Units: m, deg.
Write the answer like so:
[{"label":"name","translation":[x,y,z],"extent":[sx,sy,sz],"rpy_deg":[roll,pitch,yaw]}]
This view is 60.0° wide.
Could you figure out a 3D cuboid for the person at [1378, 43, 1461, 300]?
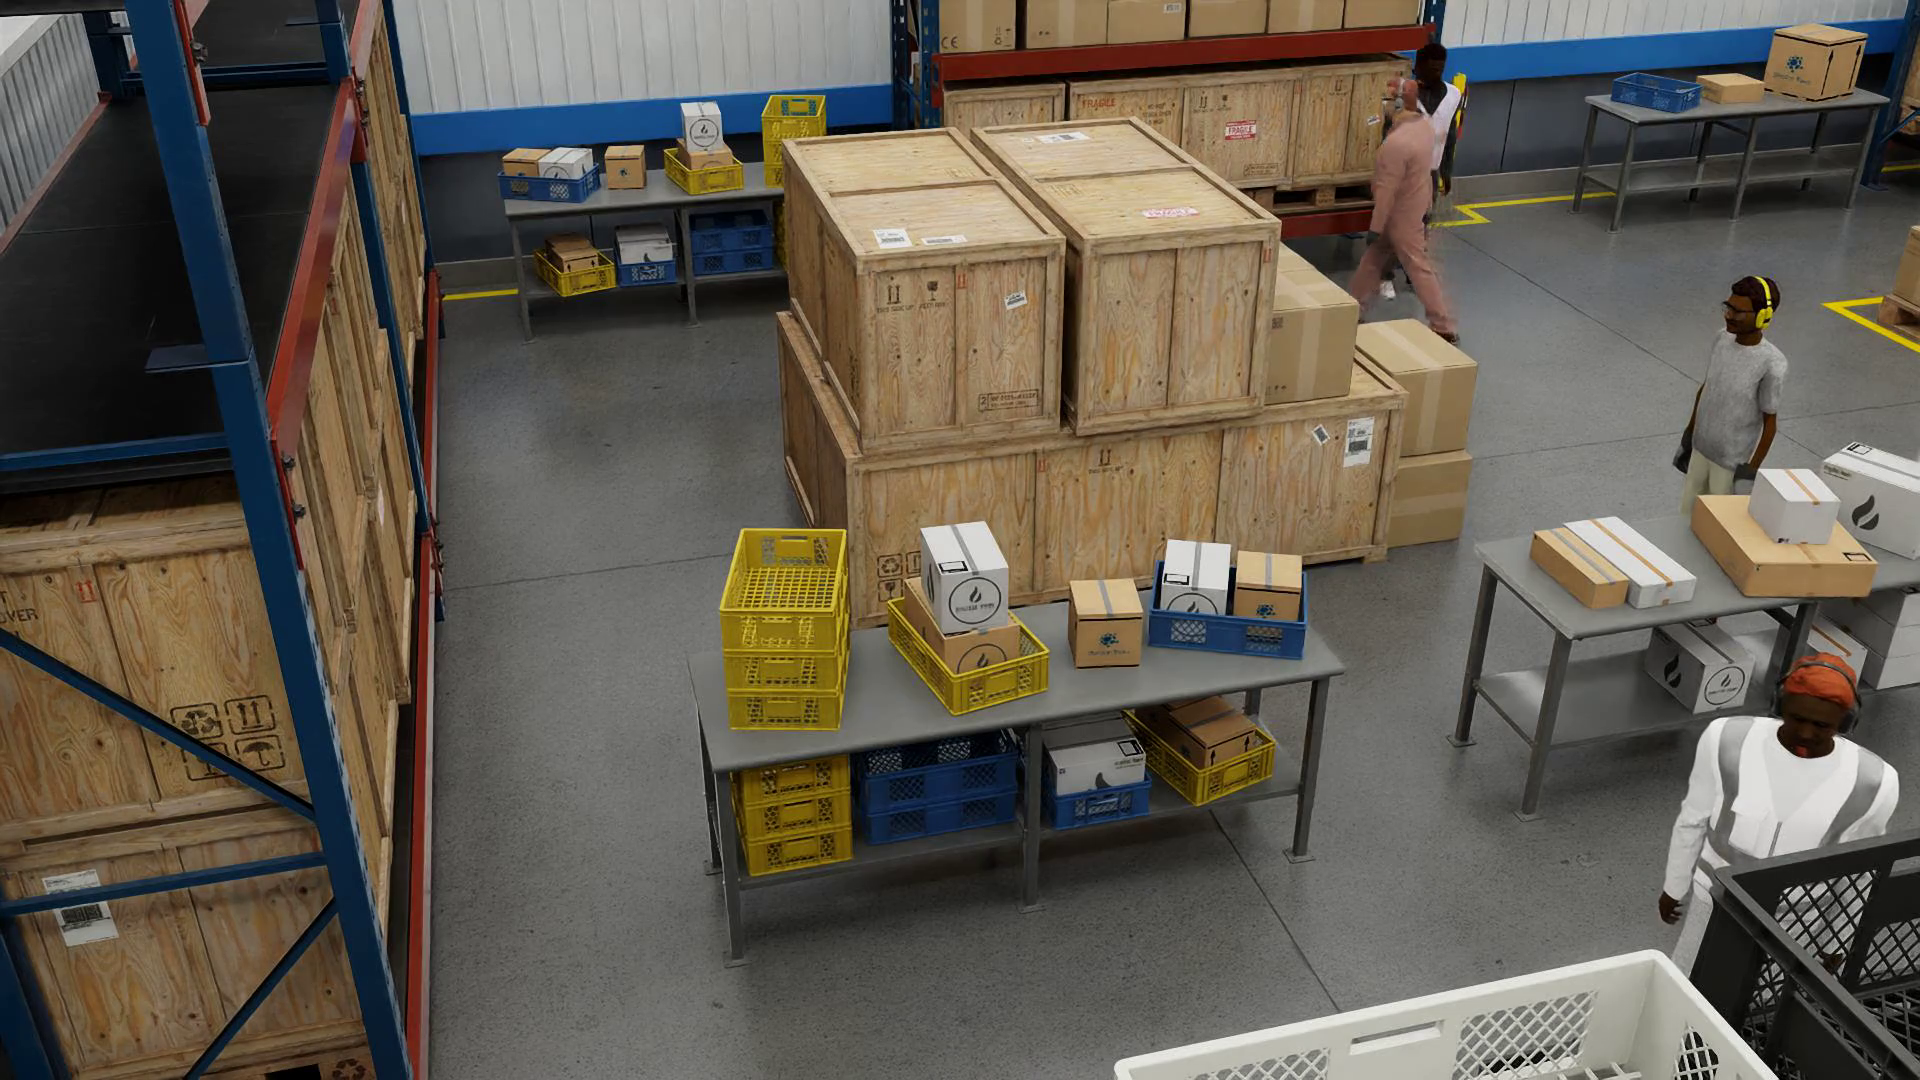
[{"label":"person","translation":[3.379,-2.738,12.379],"extent":[0.595,1.908,0.411],"rpy_deg":[-7,30,-12]}]

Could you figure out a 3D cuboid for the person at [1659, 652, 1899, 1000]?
[{"label":"person","translation":[2.554,1.159,5.333],"extent":[0.579,1.878,0.342],"rpy_deg":[16,33,27]}]

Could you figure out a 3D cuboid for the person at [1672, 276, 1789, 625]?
[{"label":"person","translation":[3.718,-0.404,8.176],"extent":[0.316,1.870,0.531],"rpy_deg":[-8,30,-14]}]

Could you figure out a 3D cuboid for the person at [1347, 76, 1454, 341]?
[{"label":"person","translation":[3.087,-2.301,11.648],"extent":[1.048,1.852,0.651],"rpy_deg":[13,31,22]}]
